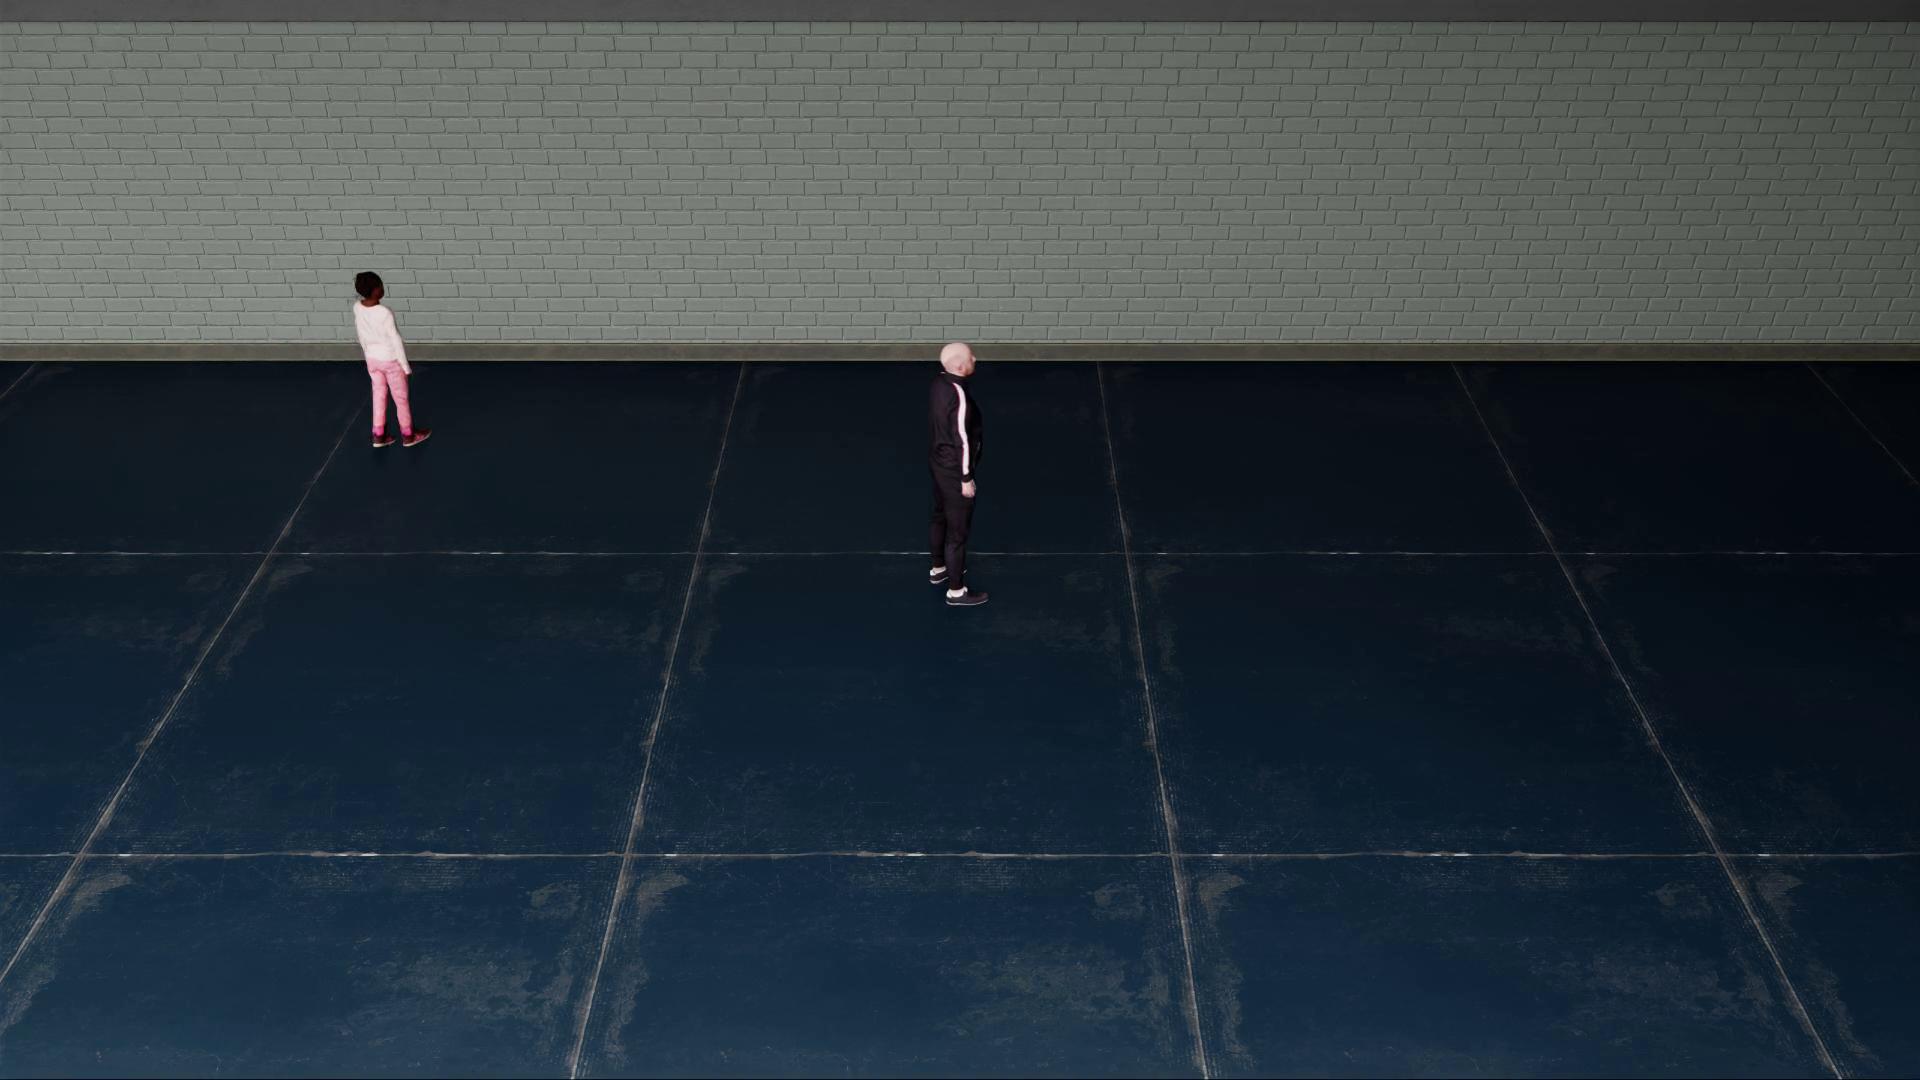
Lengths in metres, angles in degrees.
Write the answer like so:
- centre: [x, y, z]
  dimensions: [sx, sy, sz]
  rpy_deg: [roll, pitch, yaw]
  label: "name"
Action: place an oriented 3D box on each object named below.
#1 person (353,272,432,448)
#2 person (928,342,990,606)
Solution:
- centre: [-4.360, -1.376, 12.543]
  dimensions: [0.679, 1.471, 0.747]
  rpy_deg: [13, 35, 20]
  label: "person"
- centre: [-0.054, -0.445, 10.777]
  dimensions: [0.808, 1.836, 0.646]
  rpy_deg: [-11, 35, -17]
  label: "person"
